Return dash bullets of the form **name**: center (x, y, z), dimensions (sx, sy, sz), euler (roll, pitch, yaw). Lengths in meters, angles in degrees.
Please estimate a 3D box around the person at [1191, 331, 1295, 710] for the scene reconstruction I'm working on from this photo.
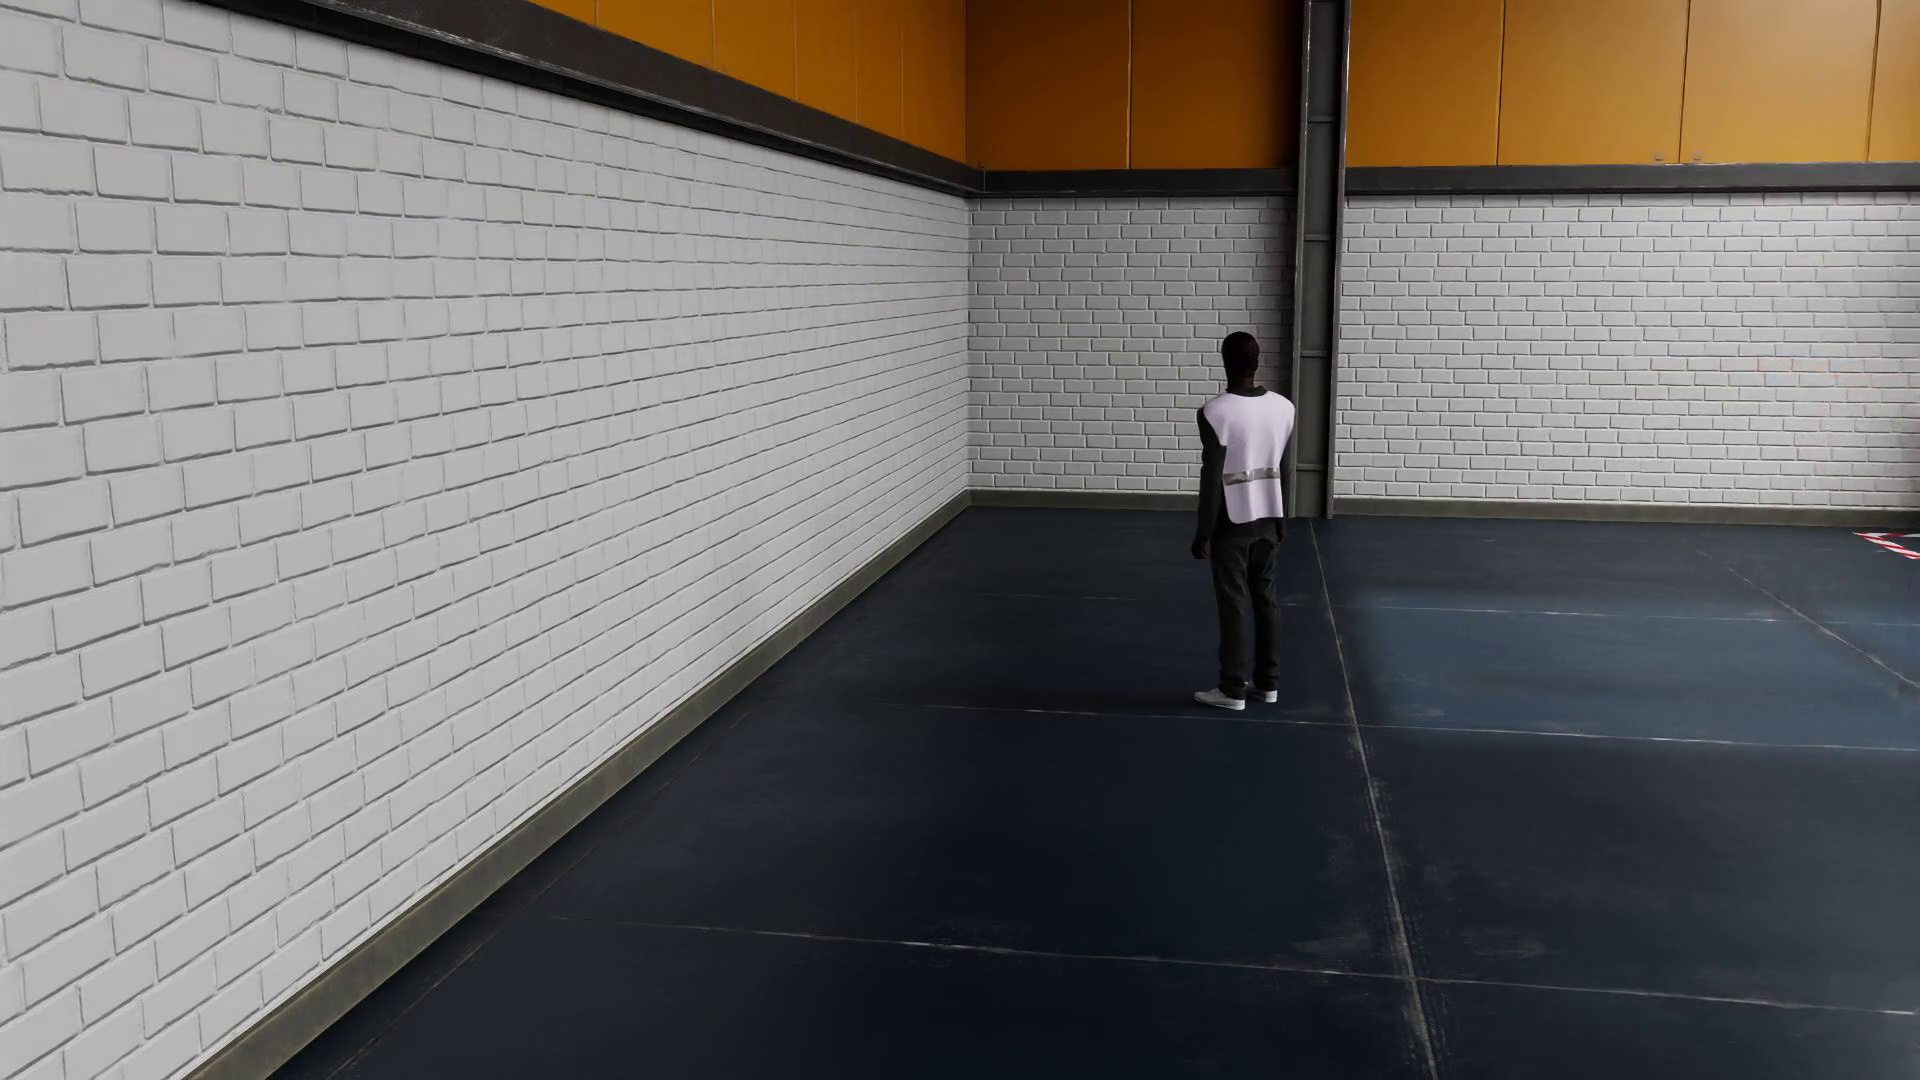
- **person**: center (1.440, -0.093, 8.448), dimensions (0.590, 1.916, 0.391), euler (-6, 11, -32)
